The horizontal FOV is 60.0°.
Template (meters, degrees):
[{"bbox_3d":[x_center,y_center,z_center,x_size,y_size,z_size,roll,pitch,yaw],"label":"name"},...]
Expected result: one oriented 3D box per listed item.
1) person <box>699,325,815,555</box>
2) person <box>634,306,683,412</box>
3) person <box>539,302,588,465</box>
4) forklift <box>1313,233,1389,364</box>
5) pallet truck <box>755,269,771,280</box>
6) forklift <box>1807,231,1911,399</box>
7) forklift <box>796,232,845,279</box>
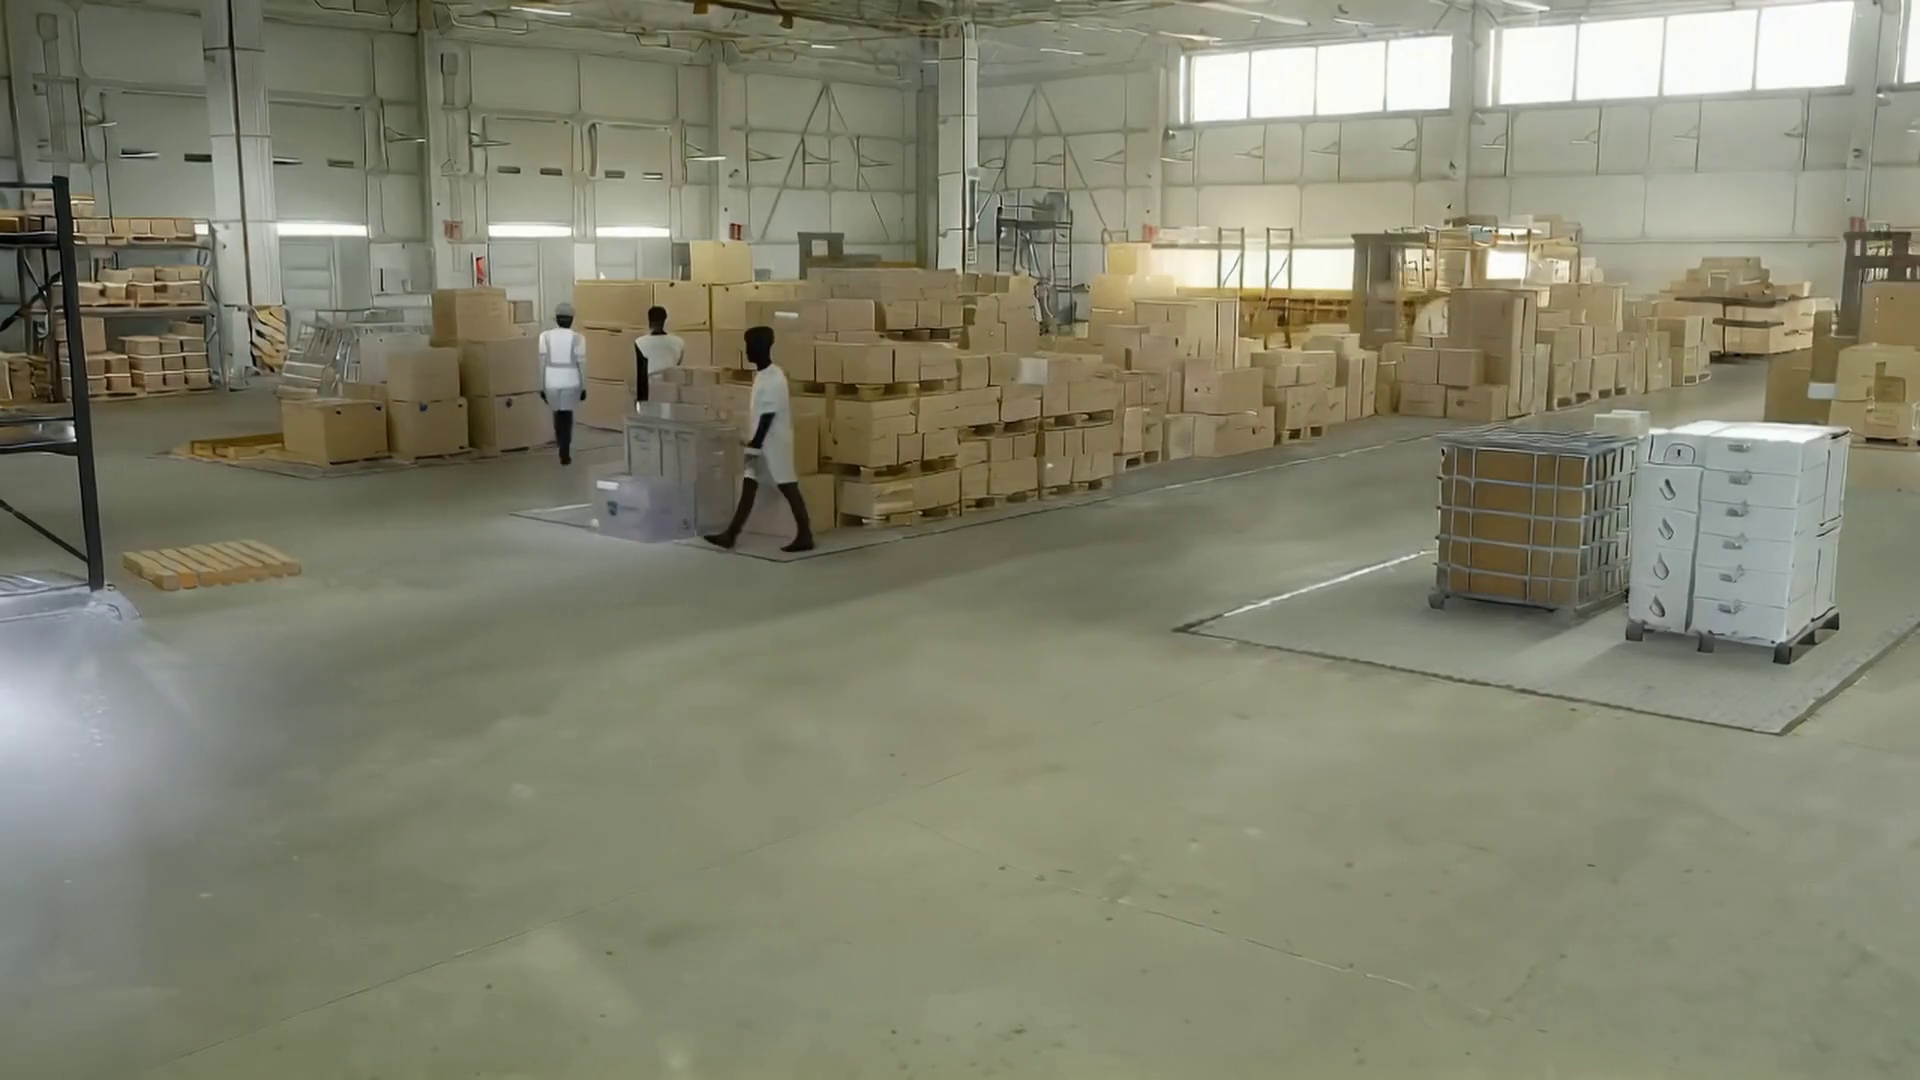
[{"bbox_3d":[-1.657,-0.800,13.693,0.974,1.910,0.611,-4,11,-20],"label":"person"},{"bbox_3d":[-3.282,-1.599,18.234,0.596,1.917,0.372,-9,13,-41],"label":"person"},{"bbox_3d":[-4.691,-1.869,19.807,0.558,1.901,0.835,0,10,1],"label":"person"},{"bbox_3d":[7.900,-4.533,32.202,1.873,2.768,1.129,8,13,40],"label":"forklift"},{"bbox_3d":[-4.996,-6.432,45.525,1.885,1.965,0.823,-6,12,-32],"label":"pallet truck"},{"bbox_3d":[15.129,-3.738,27.674,1.873,2.768,1.129,-8,13,-40],"label":"forklift"},{"bbox_3d":[-2.551,-4.254,30.611,1.873,2.768,1.129,8,13,40],"label":"forklift"}]
